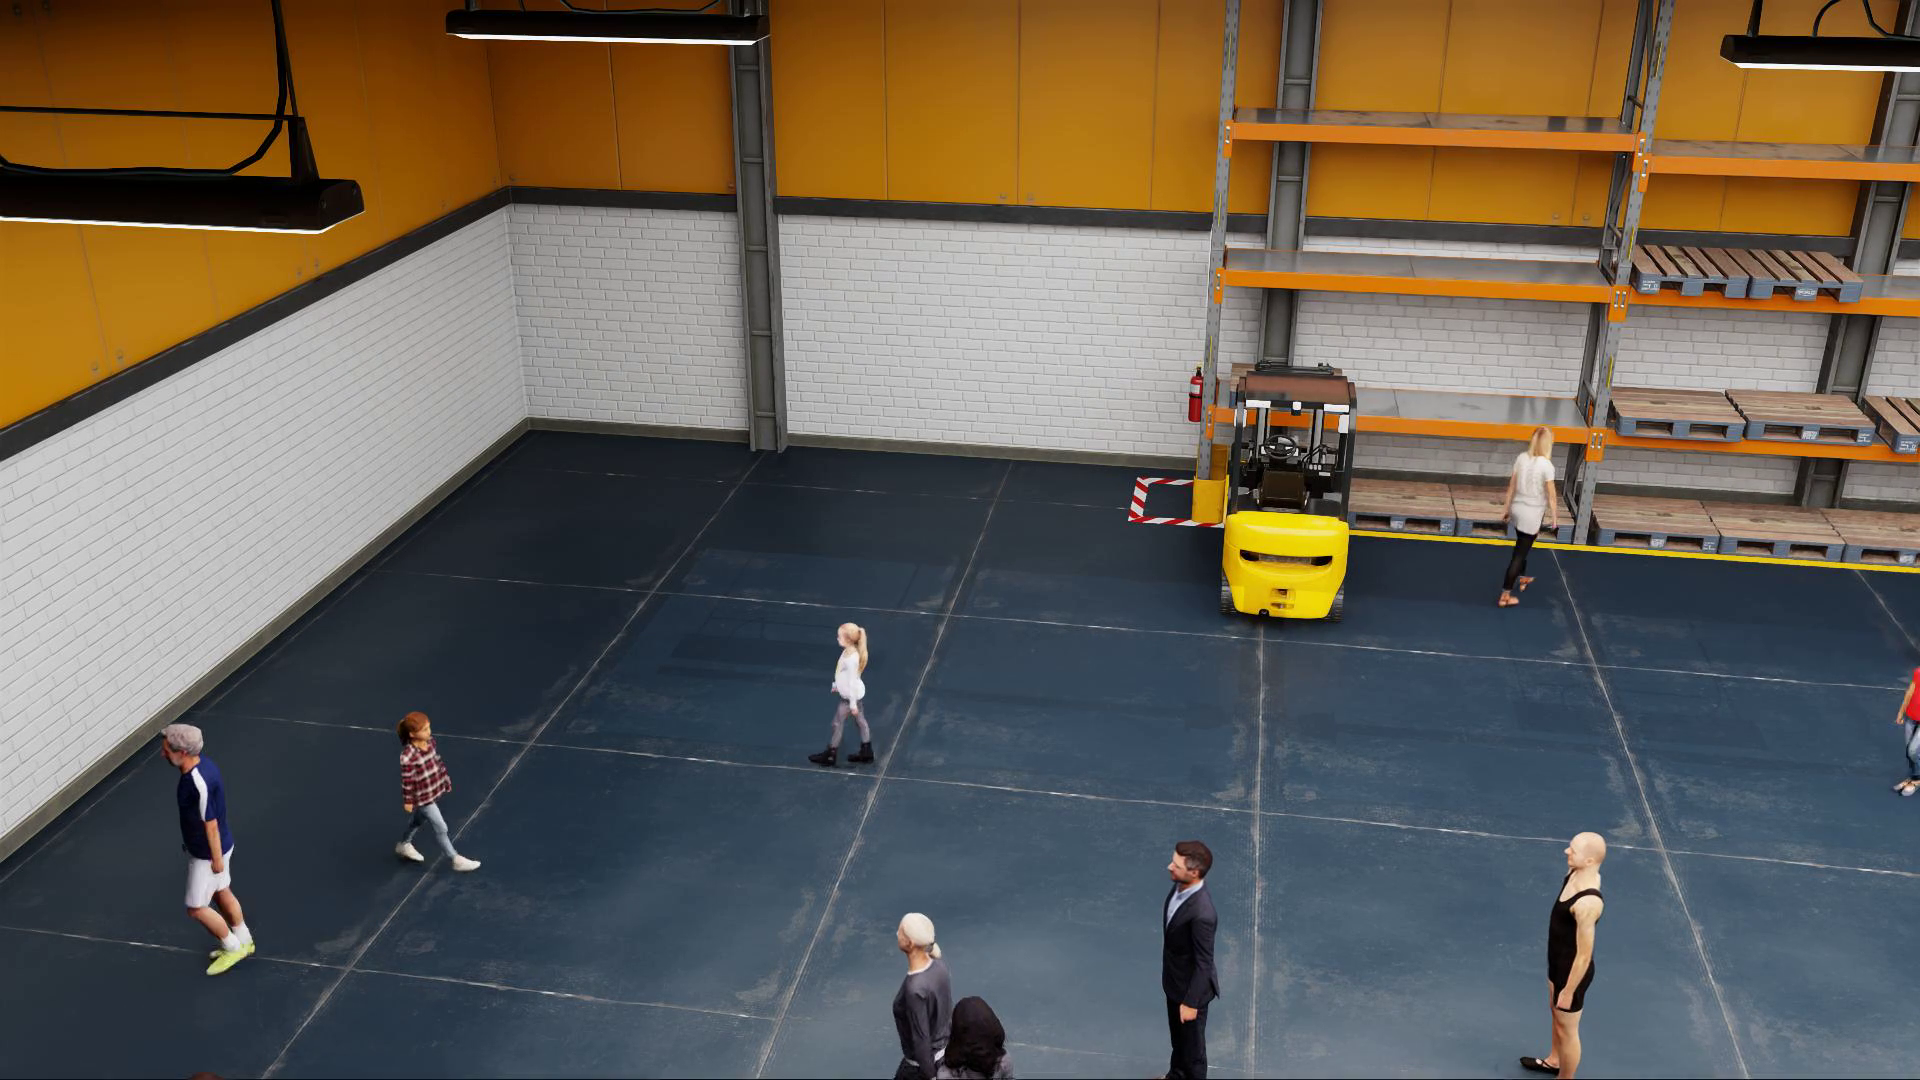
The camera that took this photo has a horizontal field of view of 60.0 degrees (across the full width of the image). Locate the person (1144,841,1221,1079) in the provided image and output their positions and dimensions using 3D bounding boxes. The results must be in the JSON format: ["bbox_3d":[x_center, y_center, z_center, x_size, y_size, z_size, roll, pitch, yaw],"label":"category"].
[{"bbox_3d":[1.309,2.543,9.634,0.712,1.868,0.712,-4,24,-10],"label":"person"}]

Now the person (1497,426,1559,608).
[{"bbox_3d":[5.385,-0.194,15.977,1.015,1.802,0.965,-17,29,-33],"label":"person"}]

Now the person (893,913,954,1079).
[{"bbox_3d":[-0.086,2.849,9.174,1.171,1.674,0.824,10,26,22],"label":"person"}]

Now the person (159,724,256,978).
[{"bbox_3d":[-4.867,1.994,10.945,0.804,1.823,0.760,-13,27,-28],"label":"person"}]

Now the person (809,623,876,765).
[{"bbox_3d":[-0.808,1.245,13.359,0.761,1.262,0.533,2,24,4],"label":"person"}]

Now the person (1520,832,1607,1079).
[{"bbox_3d":[3.597,2.503,9.791,0.507,1.815,0.645,5,24,11],"label":"person"}]

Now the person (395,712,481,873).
[{"bbox_3d":[-3.930,1.819,12.028,0.944,1.277,0.584,6,24,14],"label":"person"}]

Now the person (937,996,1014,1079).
[{"bbox_3d":[0.071,3.087,8.504,0.684,1.775,0.767,-10,26,-22],"label":"person"}]

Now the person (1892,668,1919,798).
[{"bbox_3d":[7.556,1.393,12.968,0.629,1.303,0.592,-8,25,-17],"label":"person"}]
